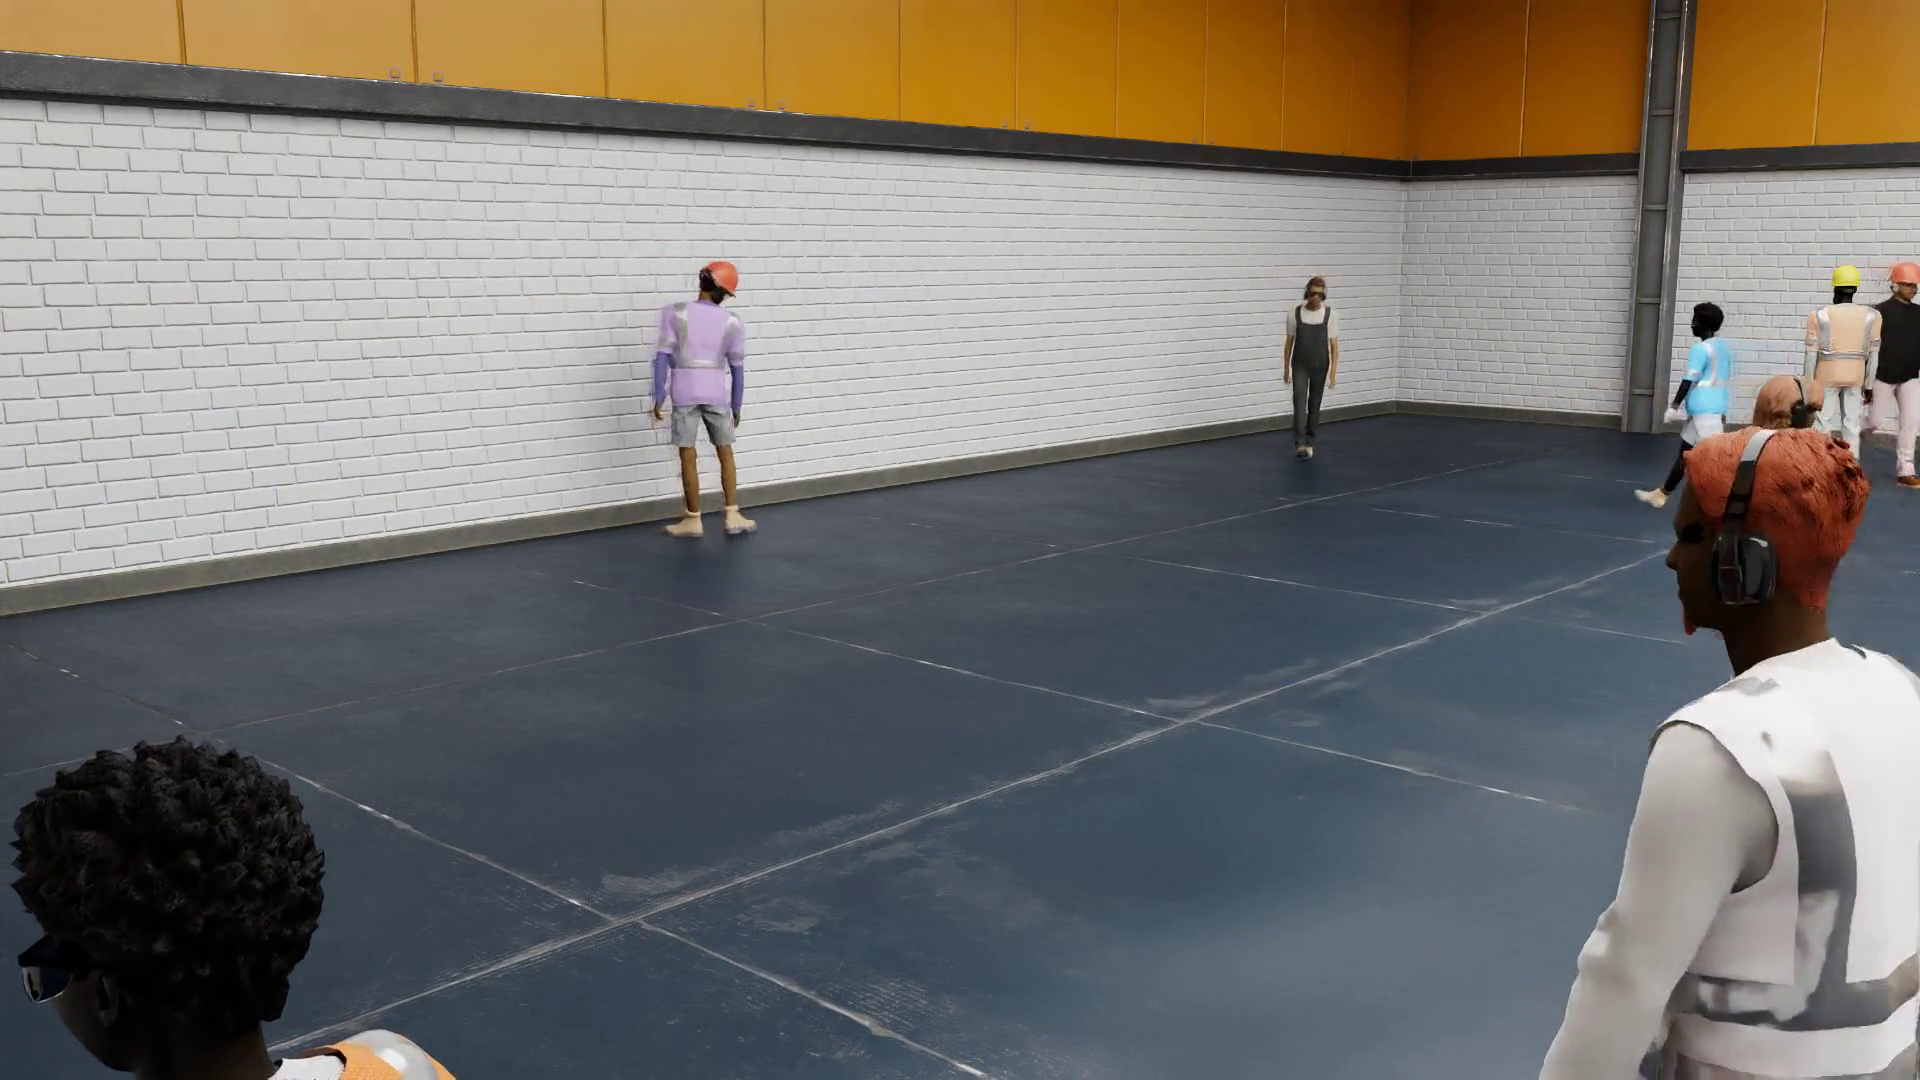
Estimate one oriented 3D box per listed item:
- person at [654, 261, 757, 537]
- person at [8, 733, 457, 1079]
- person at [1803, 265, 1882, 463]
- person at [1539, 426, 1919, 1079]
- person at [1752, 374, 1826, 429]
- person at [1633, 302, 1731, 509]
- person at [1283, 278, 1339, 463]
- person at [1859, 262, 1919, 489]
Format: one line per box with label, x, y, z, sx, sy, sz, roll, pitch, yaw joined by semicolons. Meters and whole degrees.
person;-1.836;-0.994;11.930;0.722;1.986;0.411;-4;11;-22
person;-0.592;0.996;1.409;0.318;1.691;0.532;3;10;16
person;7.433;-1.350;14.080;0.589;1.930;0.360;2;10;10
person;0.971;0.761;2.289;0.591;1.837;0.946;-10;14;-43
person;2.944;0.194;6.194;0.583;1.618;0.518;-2;10;-13
person;5.704;-1.002;12.882;0.888;1.644;0.551;8;13;39
person;3.411;-1.648;16.179;0.515;1.775;1.018;2;10;10
person;8.168;-1.465;14.651;0.631;1.964;0.907;-2;10;-13
